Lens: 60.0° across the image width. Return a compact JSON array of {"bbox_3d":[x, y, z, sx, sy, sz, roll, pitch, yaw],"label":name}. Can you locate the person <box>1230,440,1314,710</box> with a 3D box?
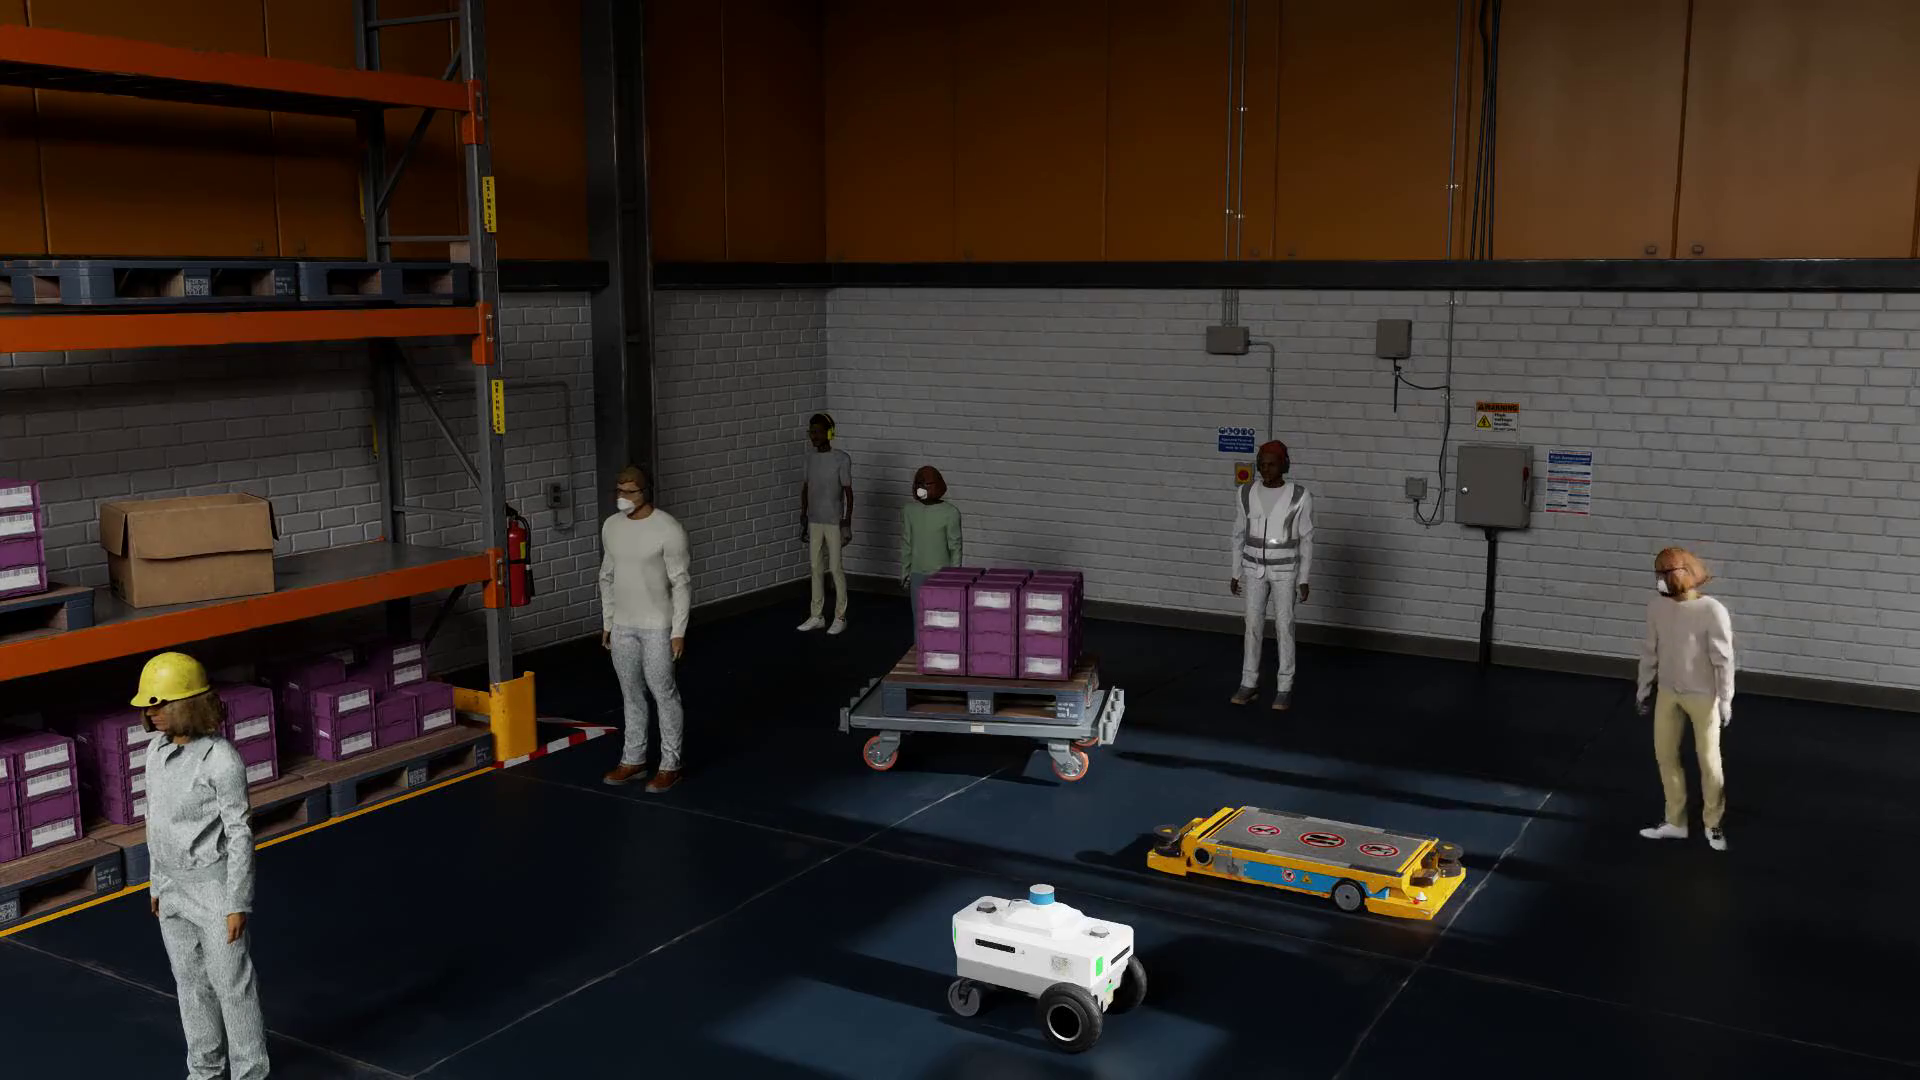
[{"bbox_3d":[2.165,0.241,11.600,0.584,1.883,0.337,5,11,30],"label":"person"}]

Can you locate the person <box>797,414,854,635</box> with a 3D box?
[{"bbox_3d":[-1.136,-0.137,14.011,0.534,1.868,0.309,5,11,30],"label":"person"}]

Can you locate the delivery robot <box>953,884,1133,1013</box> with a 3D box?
[{"bbox_3d":[0.328,1.638,6.729,0.707,0.478,0.477,5,10,30],"label":"delivery robot"}]

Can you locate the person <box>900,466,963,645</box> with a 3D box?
[{"bbox_3d":[-0.219,0.263,12.247,0.507,1.631,0.266,5,11,30],"label":"person"}]

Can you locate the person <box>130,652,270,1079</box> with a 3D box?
[{"bbox_3d":[-2.678,1.239,5.818,0.492,1.740,0.325,5,11,30],"label":"person"}]

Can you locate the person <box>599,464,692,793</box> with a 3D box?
[{"bbox_3d":[-1.852,0.511,9.751,0.635,1.936,0.355,5,11,30],"label":"person"}]

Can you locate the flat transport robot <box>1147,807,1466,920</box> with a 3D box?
[{"bbox_3d":[1.722,1.575,8.297,1.431,0.197,0.652,5,11,30],"label":"flat transport robot"}]

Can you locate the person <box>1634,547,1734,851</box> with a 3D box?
[{"bbox_3d":[3.857,0.834,8.804,0.433,1.601,0.546,-6,11,-32],"label":"person"}]
